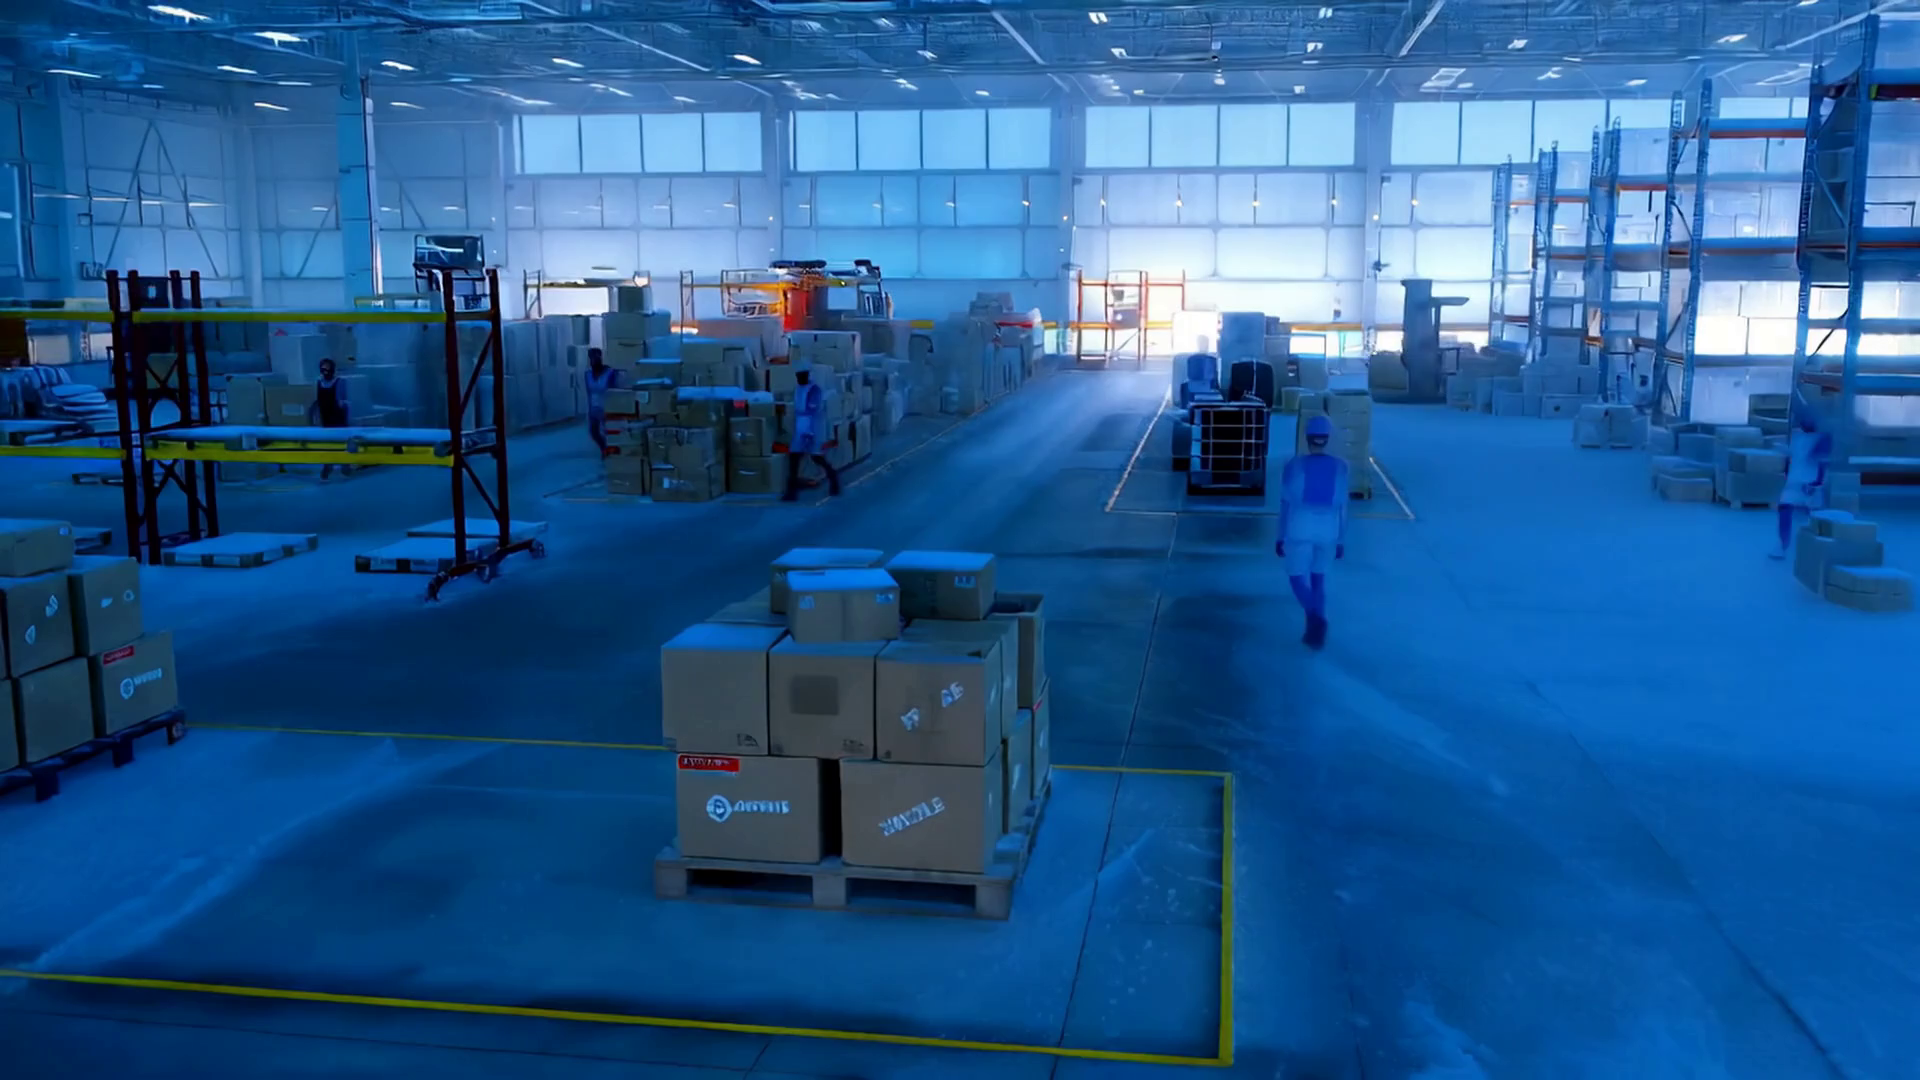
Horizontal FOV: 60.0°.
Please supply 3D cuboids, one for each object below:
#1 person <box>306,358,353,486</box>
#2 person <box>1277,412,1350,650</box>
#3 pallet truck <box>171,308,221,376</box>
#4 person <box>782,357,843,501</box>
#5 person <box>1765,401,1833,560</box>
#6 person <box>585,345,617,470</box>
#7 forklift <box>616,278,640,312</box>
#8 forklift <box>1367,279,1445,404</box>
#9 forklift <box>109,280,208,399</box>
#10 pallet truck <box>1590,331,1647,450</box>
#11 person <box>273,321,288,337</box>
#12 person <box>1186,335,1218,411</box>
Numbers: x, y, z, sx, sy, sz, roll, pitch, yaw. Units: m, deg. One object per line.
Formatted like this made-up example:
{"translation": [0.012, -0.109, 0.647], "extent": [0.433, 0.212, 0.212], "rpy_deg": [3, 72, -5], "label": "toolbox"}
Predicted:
{"translation": [-8.981, -1.679, 23.605], "extent": [0.537, 1.793, 0.967], "rpy_deg": [4, 10, 25], "label": "person"}
{"translation": [2.820, -0.043, 13.151], "extent": [0.559, 1.917, 0.673], "rpy_deg": [-1, 9, -8], "label": "person"}
{"translation": [-21.869, -5.598, 47.154], "extent": [0.823, 1.965, 1.885], "rpy_deg": [4, 10, 26], "label": "pallet truck"}
{"translation": [-1.976, -1.478, 22.067], "extent": [0.543, 1.907, 0.922], "rpy_deg": [7, 12, 38], "label": "person"}
{"translation": [8.702, -0.597, 17.263], "extent": [0.656, 1.671, 0.558], "rpy_deg": [-4, 10, -22], "label": "person"}
{"translation": [-5.466, -2.020, 25.409], "extent": [0.615, 1.901, 0.446], "rpy_deg": [4, 10, 24], "label": "person"}
{"translation": [-9.044, -5.765, 45.468], "extent": [1.873, 2.768, 1.129], "rpy_deg": [1, 9, 9], "label": "forklift"}
{"translation": [10.453, -4.588, 38.213], "extent": [1.873, 2.768, 1.129], "rpy_deg": [7, 12, 37], "label": "forklift"}
{"translation": [-18.803, -4.699, 38.898], "extent": [1.873, 2.768, 1.129], "rpy_deg": [1, 9, 9], "label": "forklift"}
{"translation": [11.253, -2.573, 28.499], "extent": [0.823, 1.965, 1.885], "rpy_deg": [5, 10, 27], "label": "pallet truck"}
{"translation": [-17.065, -4.689, 41.947], "extent": [0.461, 1.864, 0.656], "rpy_deg": [-9, 13, -44], "label": "person"}
{"translation": [4.181, -2.539, 28.476], "extent": [0.634, 1.924, 0.892], "rpy_deg": [7, 11, 36], "label": "person"}
